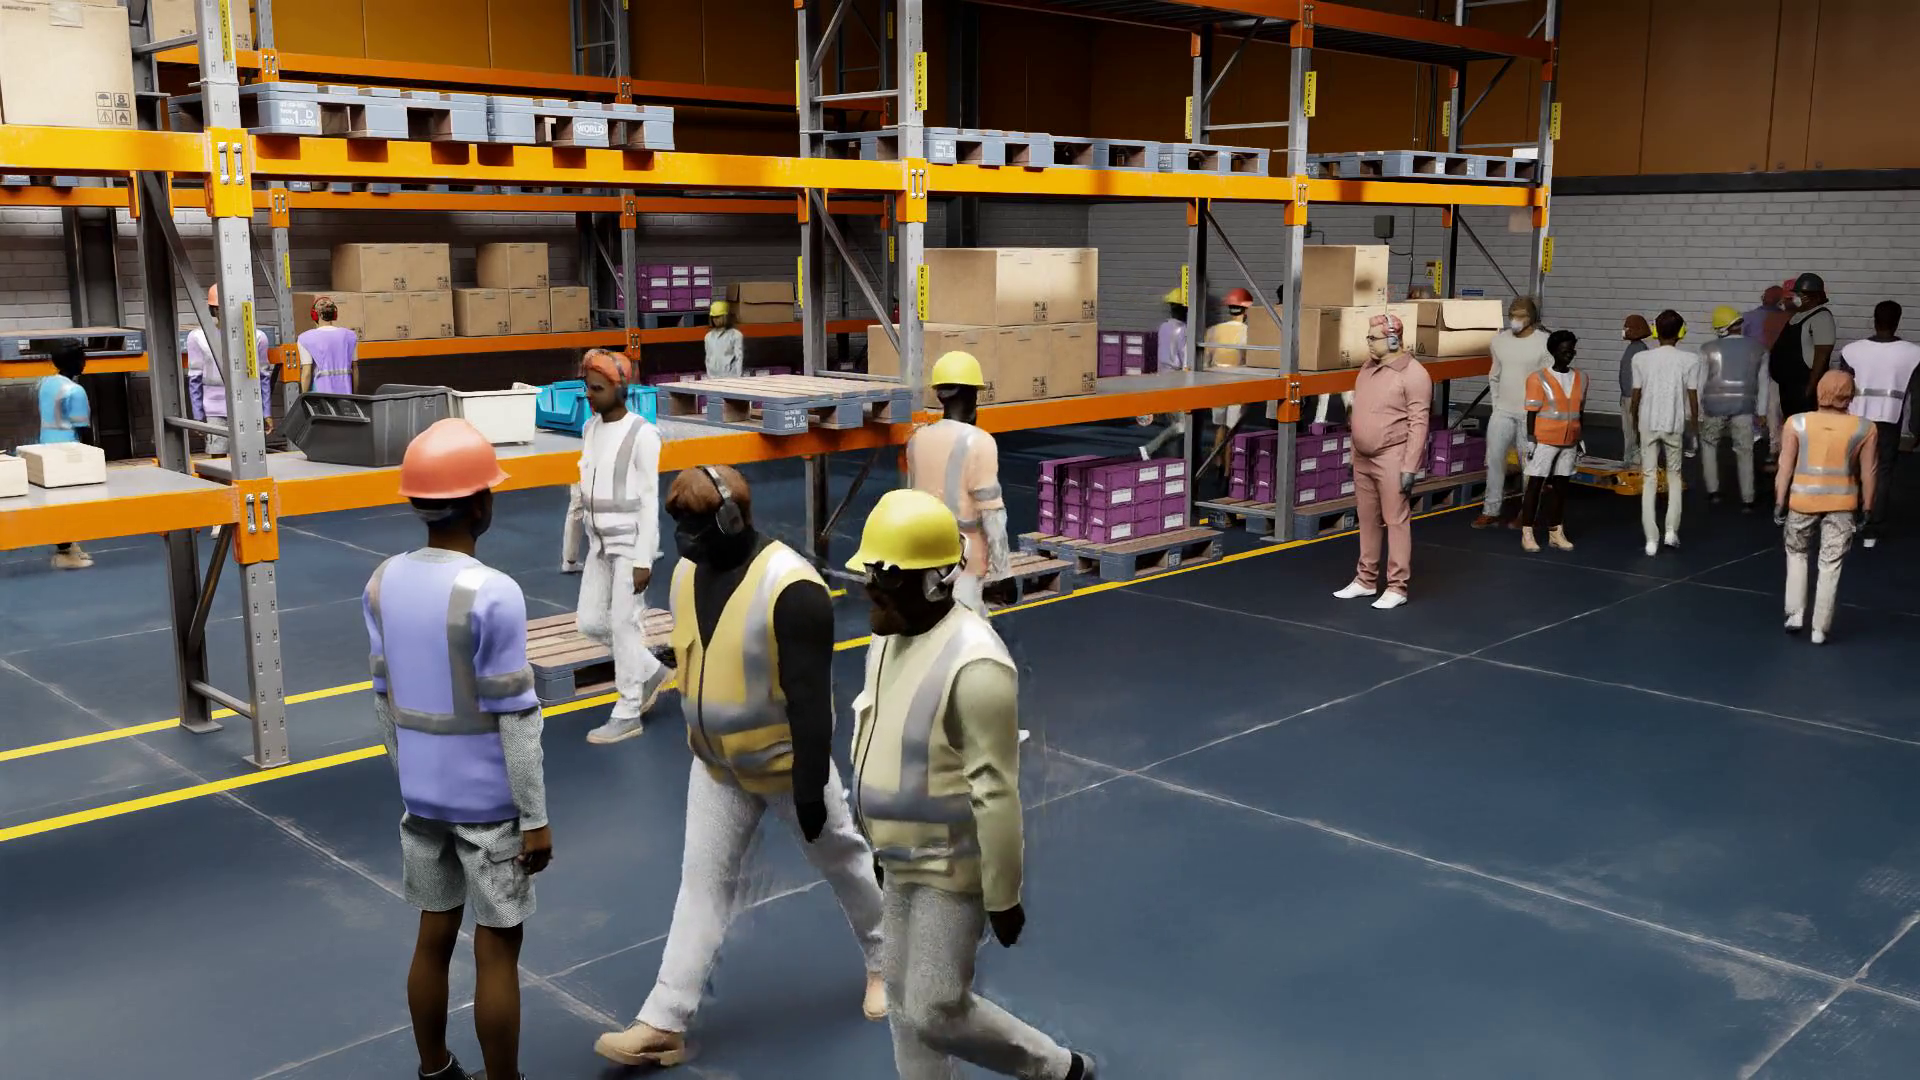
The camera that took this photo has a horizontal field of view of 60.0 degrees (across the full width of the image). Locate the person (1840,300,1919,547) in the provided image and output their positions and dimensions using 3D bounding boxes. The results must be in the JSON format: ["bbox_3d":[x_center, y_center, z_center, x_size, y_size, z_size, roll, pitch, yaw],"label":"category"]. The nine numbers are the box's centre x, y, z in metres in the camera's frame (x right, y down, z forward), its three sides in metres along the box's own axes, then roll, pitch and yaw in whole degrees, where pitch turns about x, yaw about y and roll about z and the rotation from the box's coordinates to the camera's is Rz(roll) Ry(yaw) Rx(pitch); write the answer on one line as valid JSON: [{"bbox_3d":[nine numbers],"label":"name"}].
[{"bbox_3d":[7.156,-0.903,12.966,0.603,1.901,0.573,7,12,33],"label":"person"}]

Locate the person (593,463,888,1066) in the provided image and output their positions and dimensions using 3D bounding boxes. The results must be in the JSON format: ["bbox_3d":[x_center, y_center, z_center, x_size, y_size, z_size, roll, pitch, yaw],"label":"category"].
[{"bbox_3d":[-0.571,0.644,4.913,0.646,1.773,1.052,8,13,38],"label":"person"}]

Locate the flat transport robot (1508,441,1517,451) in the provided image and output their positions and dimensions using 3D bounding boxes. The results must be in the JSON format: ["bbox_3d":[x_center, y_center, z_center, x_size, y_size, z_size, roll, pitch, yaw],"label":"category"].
[{"bbox_3d":[5.755,-0.890,17.325,0.652,0.197,1.431,-3,11,-14],"label":"flat transport robot"}]

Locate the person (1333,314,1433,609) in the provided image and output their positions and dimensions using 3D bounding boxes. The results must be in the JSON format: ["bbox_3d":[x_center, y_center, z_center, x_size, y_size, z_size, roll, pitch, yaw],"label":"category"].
[{"bbox_3d":[2.730,-0.508,10.798,0.405,1.903,0.636,-5,12,-25],"label":"person"}]

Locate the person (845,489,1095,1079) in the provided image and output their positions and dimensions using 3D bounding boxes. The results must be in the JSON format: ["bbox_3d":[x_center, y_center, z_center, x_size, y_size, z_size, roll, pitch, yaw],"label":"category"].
[{"bbox_3d":[-0.010,0.759,4.142,0.572,1.816,0.587,-4,11,-22],"label":"person"}]

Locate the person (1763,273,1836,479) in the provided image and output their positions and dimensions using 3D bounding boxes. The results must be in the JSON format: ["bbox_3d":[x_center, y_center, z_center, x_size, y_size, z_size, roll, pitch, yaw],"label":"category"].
[{"bbox_3d":[8.341,-1.635,16.561,0.538,2.000,0.683,1,10,3],"label":"person"}]

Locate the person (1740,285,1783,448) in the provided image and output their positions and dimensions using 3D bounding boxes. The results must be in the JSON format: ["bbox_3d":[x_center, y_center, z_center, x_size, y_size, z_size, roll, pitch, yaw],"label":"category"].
[{"bbox_3d":[8.729,-1.847,18.209,0.694,1.868,0.577,0,10,-2],"label":"person"}]

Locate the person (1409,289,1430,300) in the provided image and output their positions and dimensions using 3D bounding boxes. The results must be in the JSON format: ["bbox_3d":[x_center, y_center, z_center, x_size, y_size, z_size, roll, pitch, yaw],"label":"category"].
[{"bbox_3d":[5.131,-1.981,19.087,0.546,1.800,0.729,9,14,41],"label":"person"}]

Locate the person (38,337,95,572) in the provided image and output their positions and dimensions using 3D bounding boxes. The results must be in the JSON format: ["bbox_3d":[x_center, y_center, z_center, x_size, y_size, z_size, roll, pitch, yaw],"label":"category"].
[{"bbox_3d":[-6.373,-0.610,11.938,0.565,1.676,0.420,9,14,41],"label":"person"}]

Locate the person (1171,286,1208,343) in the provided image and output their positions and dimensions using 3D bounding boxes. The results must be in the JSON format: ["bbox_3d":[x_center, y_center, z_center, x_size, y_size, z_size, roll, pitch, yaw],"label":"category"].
[{"bbox_3d":[3.450,-3.123,24.953,0.355,1.936,0.635,-10,14,-42],"label":"person"}]

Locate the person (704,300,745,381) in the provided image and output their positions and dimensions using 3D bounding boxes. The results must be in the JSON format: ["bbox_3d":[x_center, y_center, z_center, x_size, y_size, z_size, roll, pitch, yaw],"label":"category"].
[{"bbox_3d":[-2.510,-1.724,17.911,0.487,1.718,0.777,3,11,16],"label":"person"}]

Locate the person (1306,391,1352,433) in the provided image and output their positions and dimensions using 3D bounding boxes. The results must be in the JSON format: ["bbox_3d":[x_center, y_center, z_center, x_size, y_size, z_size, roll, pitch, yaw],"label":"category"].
[{"bbox_3d":[4.344,-2.015,19.250,0.816,1.815,0.557,-3,11,-15],"label":"person"}]

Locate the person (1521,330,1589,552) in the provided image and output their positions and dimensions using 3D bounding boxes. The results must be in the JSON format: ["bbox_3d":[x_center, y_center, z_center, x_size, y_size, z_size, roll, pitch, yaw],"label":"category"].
[{"bbox_3d":[4.533,-0.750,12.671,0.537,1.695,0.320,-3,11,-14],"label":"person"}]

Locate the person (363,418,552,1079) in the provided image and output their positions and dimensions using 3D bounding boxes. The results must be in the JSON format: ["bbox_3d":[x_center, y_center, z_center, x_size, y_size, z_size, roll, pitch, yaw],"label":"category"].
[{"bbox_3d":[-1.284,0.651,4.366,0.545,1.942,0.351,6,12,30],"label":"person"}]

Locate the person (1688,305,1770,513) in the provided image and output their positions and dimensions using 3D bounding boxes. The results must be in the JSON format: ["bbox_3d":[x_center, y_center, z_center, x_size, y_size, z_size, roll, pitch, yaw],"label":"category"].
[{"bbox_3d":[6.750,-1.150,14.593,0.658,1.796,0.533,2,11,10],"label":"person"}]

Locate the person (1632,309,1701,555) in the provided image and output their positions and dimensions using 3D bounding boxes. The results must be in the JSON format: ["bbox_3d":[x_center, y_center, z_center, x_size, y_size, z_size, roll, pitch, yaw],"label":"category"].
[{"bbox_3d":[5.362,-0.824,12.682,0.511,1.840,0.656,5,11,24],"label":"person"}]

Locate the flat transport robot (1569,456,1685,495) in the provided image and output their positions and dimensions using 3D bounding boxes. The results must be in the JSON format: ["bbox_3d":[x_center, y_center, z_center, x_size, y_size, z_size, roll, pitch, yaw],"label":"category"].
[{"bbox_3d":[6.134,-0.634,15.932,0.652,0.197,1.431,-5,12,-25],"label":"flat transport robot"}]

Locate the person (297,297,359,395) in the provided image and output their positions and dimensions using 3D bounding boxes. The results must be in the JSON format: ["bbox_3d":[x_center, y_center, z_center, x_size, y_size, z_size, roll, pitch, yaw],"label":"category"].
[{"bbox_3d":[-5.768,-1.299,15.259,0.387,1.846,0.566,9,14,40],"label":"person"}]

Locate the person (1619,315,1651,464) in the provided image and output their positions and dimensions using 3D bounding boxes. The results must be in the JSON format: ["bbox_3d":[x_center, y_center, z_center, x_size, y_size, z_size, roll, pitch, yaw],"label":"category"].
[{"bbox_3d":[6.578,-1.387,16.317,0.280,1.634,0.498,1,10,7],"label":"person"}]

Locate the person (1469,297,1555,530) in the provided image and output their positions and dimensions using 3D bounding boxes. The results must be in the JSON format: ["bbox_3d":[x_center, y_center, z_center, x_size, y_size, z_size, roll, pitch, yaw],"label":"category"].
[{"bbox_3d":[4.492,-0.997,13.450,0.792,1.903,0.654,-9,13,-39],"label":"person"}]

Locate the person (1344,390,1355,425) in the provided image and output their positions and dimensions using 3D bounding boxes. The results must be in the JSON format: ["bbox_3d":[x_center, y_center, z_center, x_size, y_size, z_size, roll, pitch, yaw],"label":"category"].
[{"bbox_3d":[4.334,-1.746,17.663,1.016,1.863,0.602,3,11,15],"label":"person"}]

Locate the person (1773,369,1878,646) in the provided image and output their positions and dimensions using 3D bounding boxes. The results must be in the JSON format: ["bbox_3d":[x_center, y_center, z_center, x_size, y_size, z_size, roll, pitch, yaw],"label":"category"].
[{"bbox_3d":[5.132,-0.201,9.880,0.538,1.619,0.568,5,12,27],"label":"person"}]

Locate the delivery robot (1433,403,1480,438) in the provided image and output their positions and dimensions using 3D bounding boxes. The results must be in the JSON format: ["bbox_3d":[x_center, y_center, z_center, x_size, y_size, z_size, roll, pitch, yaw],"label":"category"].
[{"bbox_3d":[5.392,-1.261,18.319,0.477,0.478,0.707,-3,11,-18],"label":"delivery robot"}]

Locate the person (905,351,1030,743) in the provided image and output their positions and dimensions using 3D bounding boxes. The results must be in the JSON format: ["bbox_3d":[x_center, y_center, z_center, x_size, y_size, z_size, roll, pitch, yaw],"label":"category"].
[{"bbox_3d":[-0.074,0.089,7.580,0.885,1.889,0.599,-6,12,-30],"label":"person"}]

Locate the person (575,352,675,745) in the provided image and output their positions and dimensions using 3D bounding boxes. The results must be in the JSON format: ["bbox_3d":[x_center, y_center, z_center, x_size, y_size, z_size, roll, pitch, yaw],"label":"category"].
[{"bbox_3d":[-1.588,0.038,7.910,0.569,1.868,0.466,10,14,42],"label":"person"}]

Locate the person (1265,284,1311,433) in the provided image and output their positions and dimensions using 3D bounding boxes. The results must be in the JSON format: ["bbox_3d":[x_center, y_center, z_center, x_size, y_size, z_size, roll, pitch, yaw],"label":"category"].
[{"bbox_3d":[3.125,-1.479,15.917,0.367,1.965,0.604,-10,14,-43],"label":"person"}]

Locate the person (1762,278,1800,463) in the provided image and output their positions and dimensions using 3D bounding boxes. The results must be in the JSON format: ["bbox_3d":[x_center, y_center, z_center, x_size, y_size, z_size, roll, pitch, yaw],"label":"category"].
[{"bbox_3d":[8.892,-1.805,17.733,0.769,1.962,0.626,-10,14,-43],"label":"person"}]

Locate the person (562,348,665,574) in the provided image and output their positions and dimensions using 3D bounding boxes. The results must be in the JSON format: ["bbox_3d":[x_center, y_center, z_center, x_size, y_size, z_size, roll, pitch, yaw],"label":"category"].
[{"bbox_3d":[-2.533,-0.568,11.931,0.809,1.598,0.537,-9,14,-41],"label":"person"}]

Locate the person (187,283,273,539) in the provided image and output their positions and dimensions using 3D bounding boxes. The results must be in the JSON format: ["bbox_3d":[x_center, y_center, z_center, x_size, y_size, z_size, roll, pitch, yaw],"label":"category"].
[{"bbox_3d":[-5.798,-1.031,13.257,0.605,2.045,0.379,-5,12,-27],"label":"person"}]

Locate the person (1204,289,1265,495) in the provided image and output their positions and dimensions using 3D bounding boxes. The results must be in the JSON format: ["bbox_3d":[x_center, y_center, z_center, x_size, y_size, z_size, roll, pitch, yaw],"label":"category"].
[{"bbox_3d":[2.550,-1.387,15.566,0.617,1.905,0.683,6,12,30],"label":"person"}]

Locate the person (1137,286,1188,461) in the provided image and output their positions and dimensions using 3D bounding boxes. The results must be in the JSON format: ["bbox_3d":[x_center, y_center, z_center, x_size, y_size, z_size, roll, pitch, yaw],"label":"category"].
[{"bbox_3d":[2.085,-1.541,16.411,0.667,1.908,0.605,-3,11,-17],"label":"person"}]
